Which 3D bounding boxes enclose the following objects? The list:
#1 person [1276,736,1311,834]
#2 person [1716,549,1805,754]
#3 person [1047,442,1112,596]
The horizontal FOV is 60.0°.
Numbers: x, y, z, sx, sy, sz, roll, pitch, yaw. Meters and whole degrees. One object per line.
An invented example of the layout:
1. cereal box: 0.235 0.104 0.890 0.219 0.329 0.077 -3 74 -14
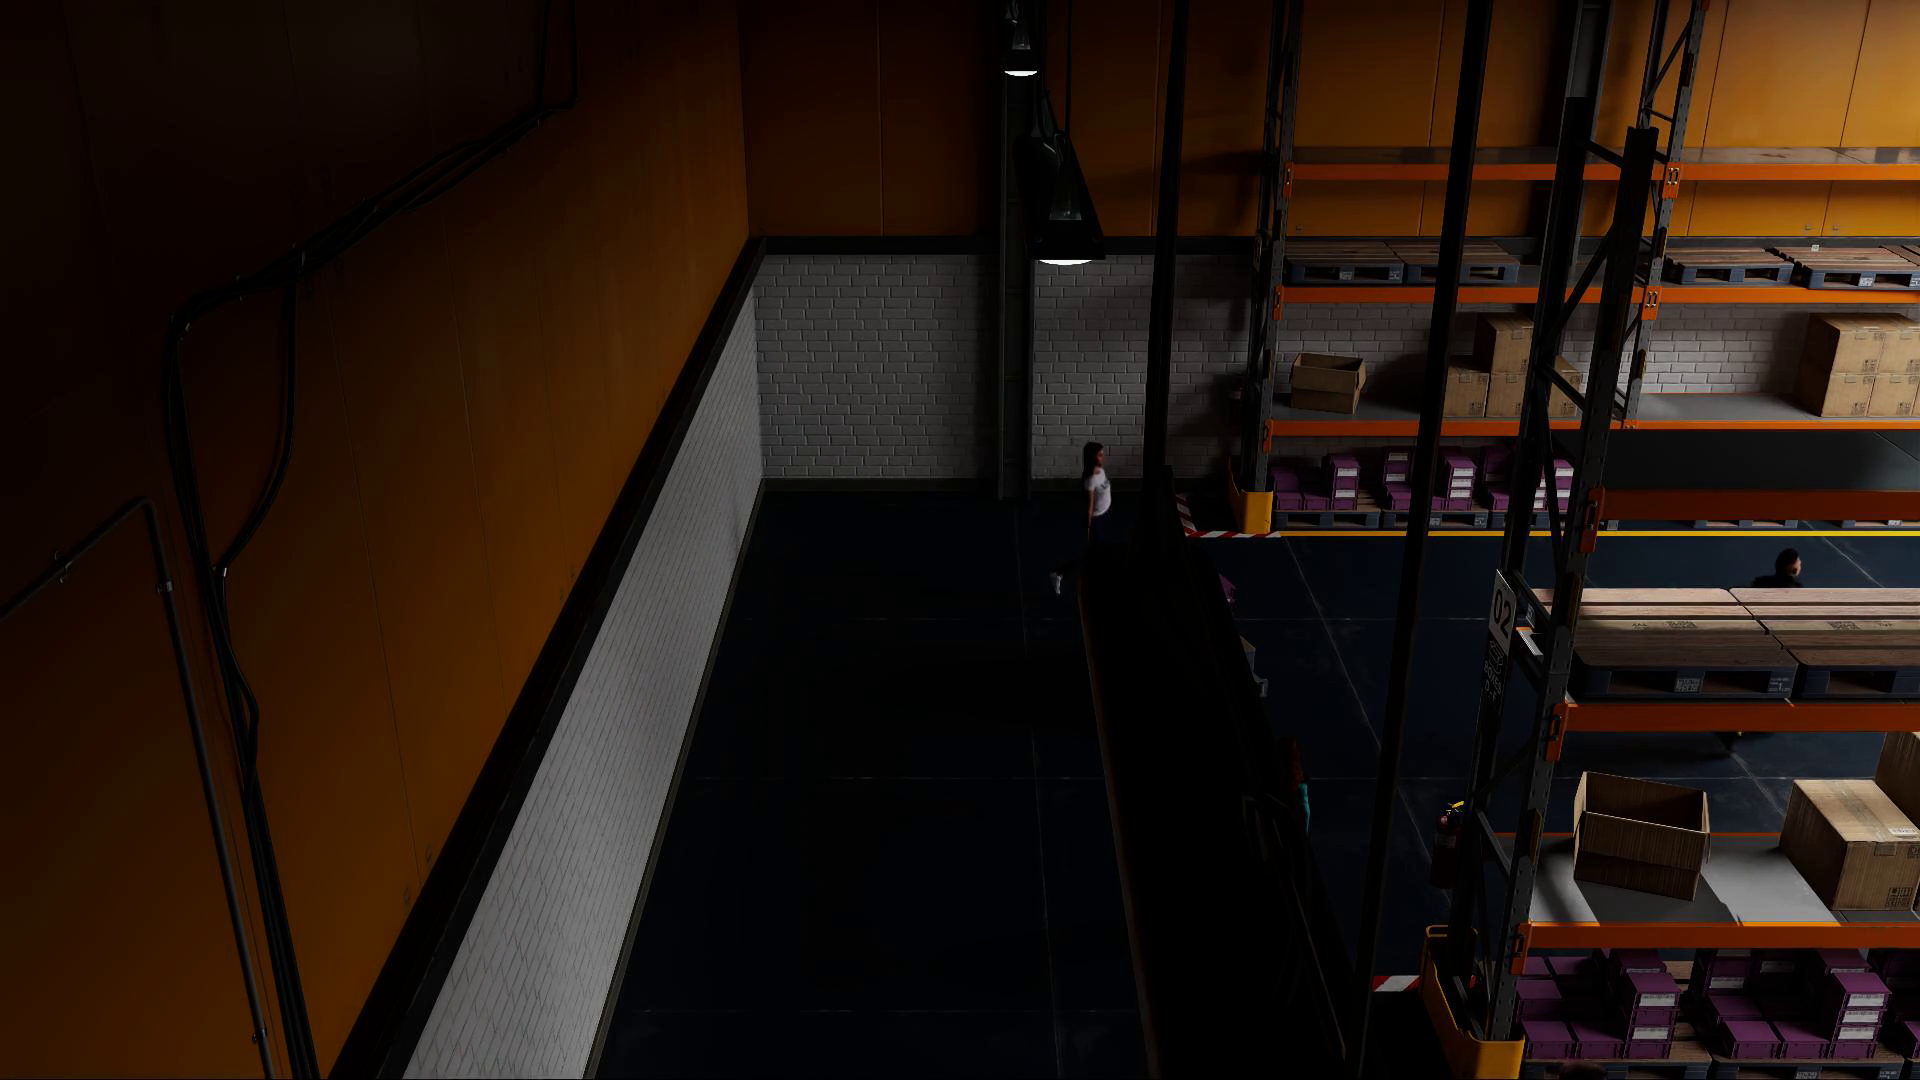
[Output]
1. person: 2.290 2.063 11.882 0.686 1.501 0.748 21 31 39
2. person: 6.789 0.942 14.028 1.184 1.835 0.931 -7 24 -15
3. person: 1.249 -0.135 16.591 1.102 1.757 0.801 7 25 16
